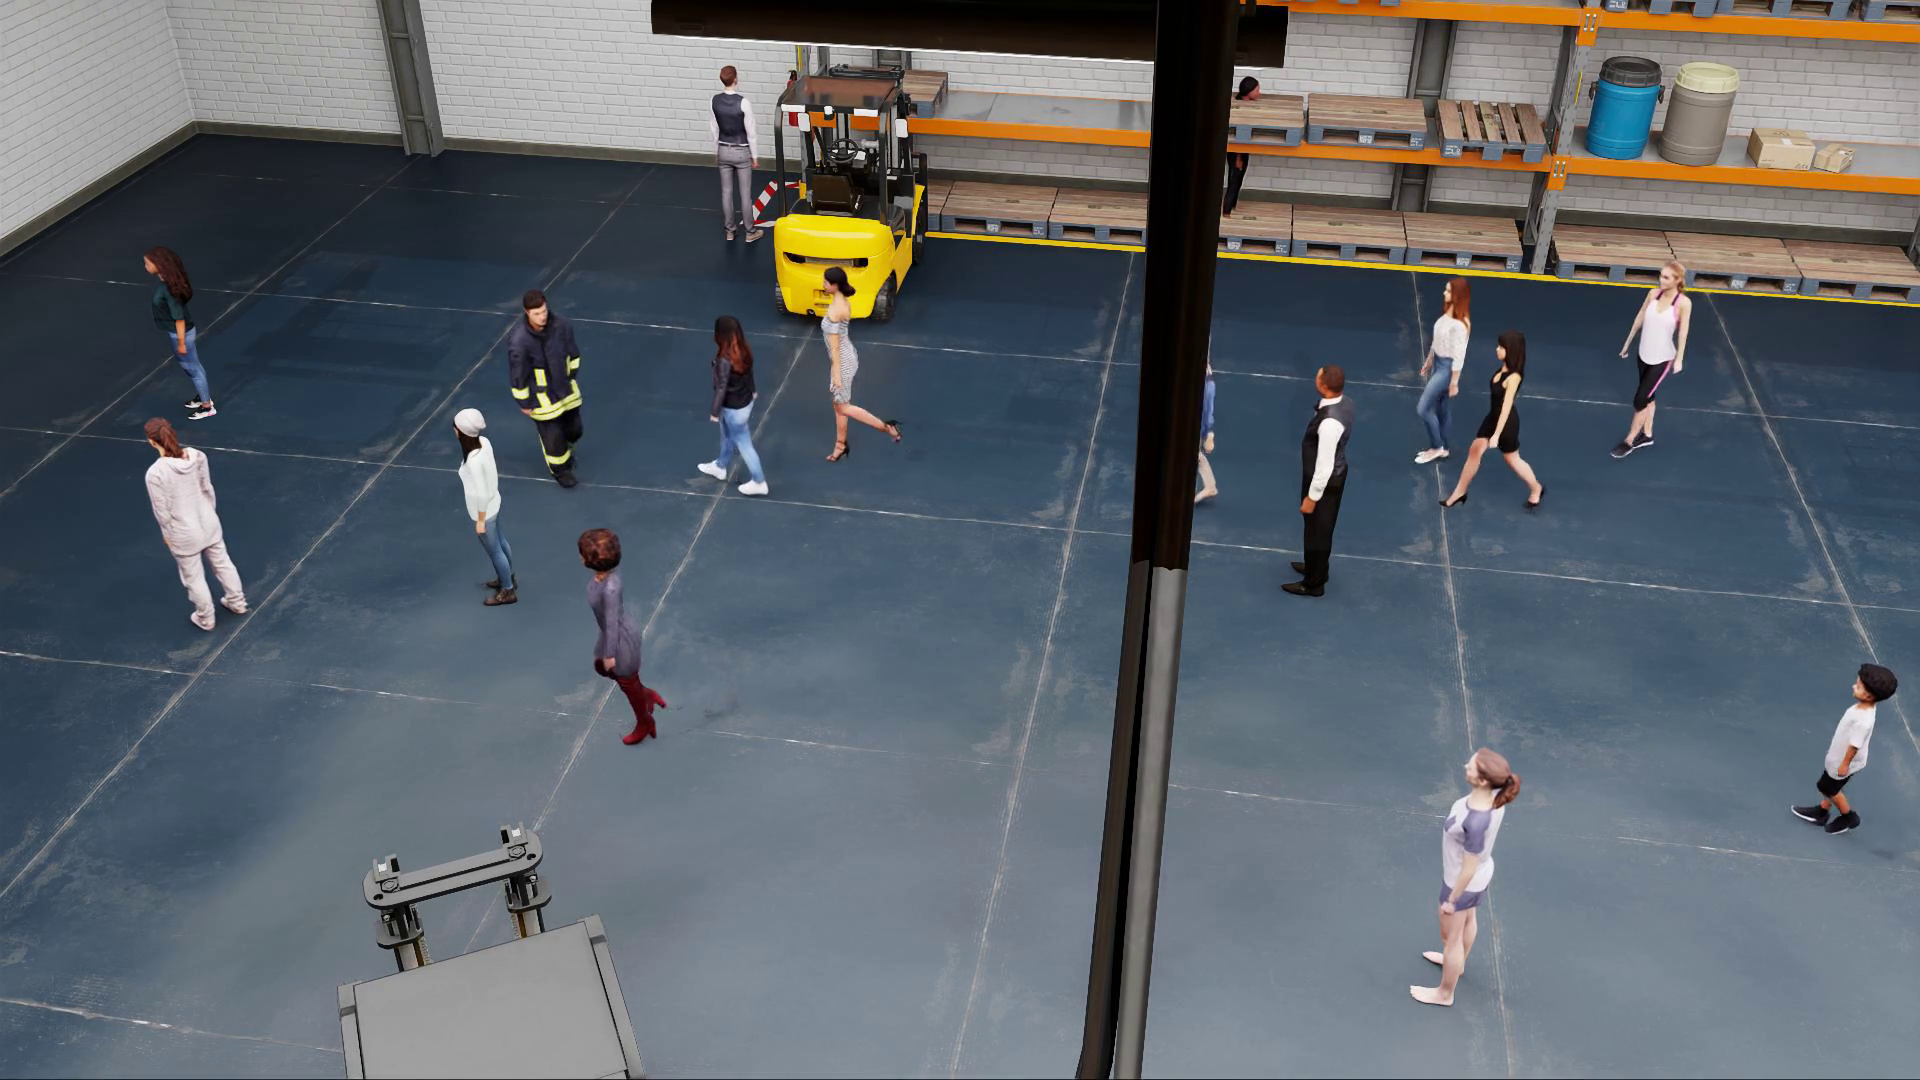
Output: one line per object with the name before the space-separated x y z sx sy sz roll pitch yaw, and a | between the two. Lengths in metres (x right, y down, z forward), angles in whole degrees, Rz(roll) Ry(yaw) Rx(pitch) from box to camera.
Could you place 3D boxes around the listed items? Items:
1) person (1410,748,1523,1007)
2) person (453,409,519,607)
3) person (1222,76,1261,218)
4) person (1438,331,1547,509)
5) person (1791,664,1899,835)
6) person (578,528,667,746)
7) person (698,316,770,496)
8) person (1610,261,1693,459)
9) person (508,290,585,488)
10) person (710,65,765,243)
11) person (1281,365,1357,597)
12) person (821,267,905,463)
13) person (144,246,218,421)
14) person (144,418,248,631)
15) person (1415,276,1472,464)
person | 2.779 1.843 9.123 0.678 1.767 0.667 20 38 27
person | -3.539 -0.252 12.386 0.573 1.644 0.622 -4 34 -5
person | 3.049 -4.228 18.269 0.561 1.754 0.589 11 35 16
person | 4.457 -0.896 13.394 1.102 1.602 0.635 1 34 2
person | 5.597 1.328 10.361 0.682 1.254 0.596 17 37 24
person | -2.168 0.642 10.993 0.803 1.697 0.745 -13 36 -18
person | -1.768 -1.082 13.664 0.932 1.612 0.713 9 35 13
person | 6.031 -1.575 14.264 0.949 1.769 0.875 -15 37 -22
person | -3.447 -1.313 13.763 1.037 1.888 1.097 -28 43 -35
person | -2.450 -4.202 18.064 0.528 1.938 0.749 10 35 14
person | 2.725 -0.446 12.431 0.675 1.918 0.747 14 36 20
person | -0.898 -1.450 14.046 0.939 1.802 0.682 1 34 1
person | -6.942 -1.858 14.828 0.752 1.616 0.710 -13 36 -19
person | -5.610 -0.118 12.146 0.703 1.687 0.708 20 38 27
person | 4.202 -1.434 14.098 0.616 1.717 0.601 2 34 3
